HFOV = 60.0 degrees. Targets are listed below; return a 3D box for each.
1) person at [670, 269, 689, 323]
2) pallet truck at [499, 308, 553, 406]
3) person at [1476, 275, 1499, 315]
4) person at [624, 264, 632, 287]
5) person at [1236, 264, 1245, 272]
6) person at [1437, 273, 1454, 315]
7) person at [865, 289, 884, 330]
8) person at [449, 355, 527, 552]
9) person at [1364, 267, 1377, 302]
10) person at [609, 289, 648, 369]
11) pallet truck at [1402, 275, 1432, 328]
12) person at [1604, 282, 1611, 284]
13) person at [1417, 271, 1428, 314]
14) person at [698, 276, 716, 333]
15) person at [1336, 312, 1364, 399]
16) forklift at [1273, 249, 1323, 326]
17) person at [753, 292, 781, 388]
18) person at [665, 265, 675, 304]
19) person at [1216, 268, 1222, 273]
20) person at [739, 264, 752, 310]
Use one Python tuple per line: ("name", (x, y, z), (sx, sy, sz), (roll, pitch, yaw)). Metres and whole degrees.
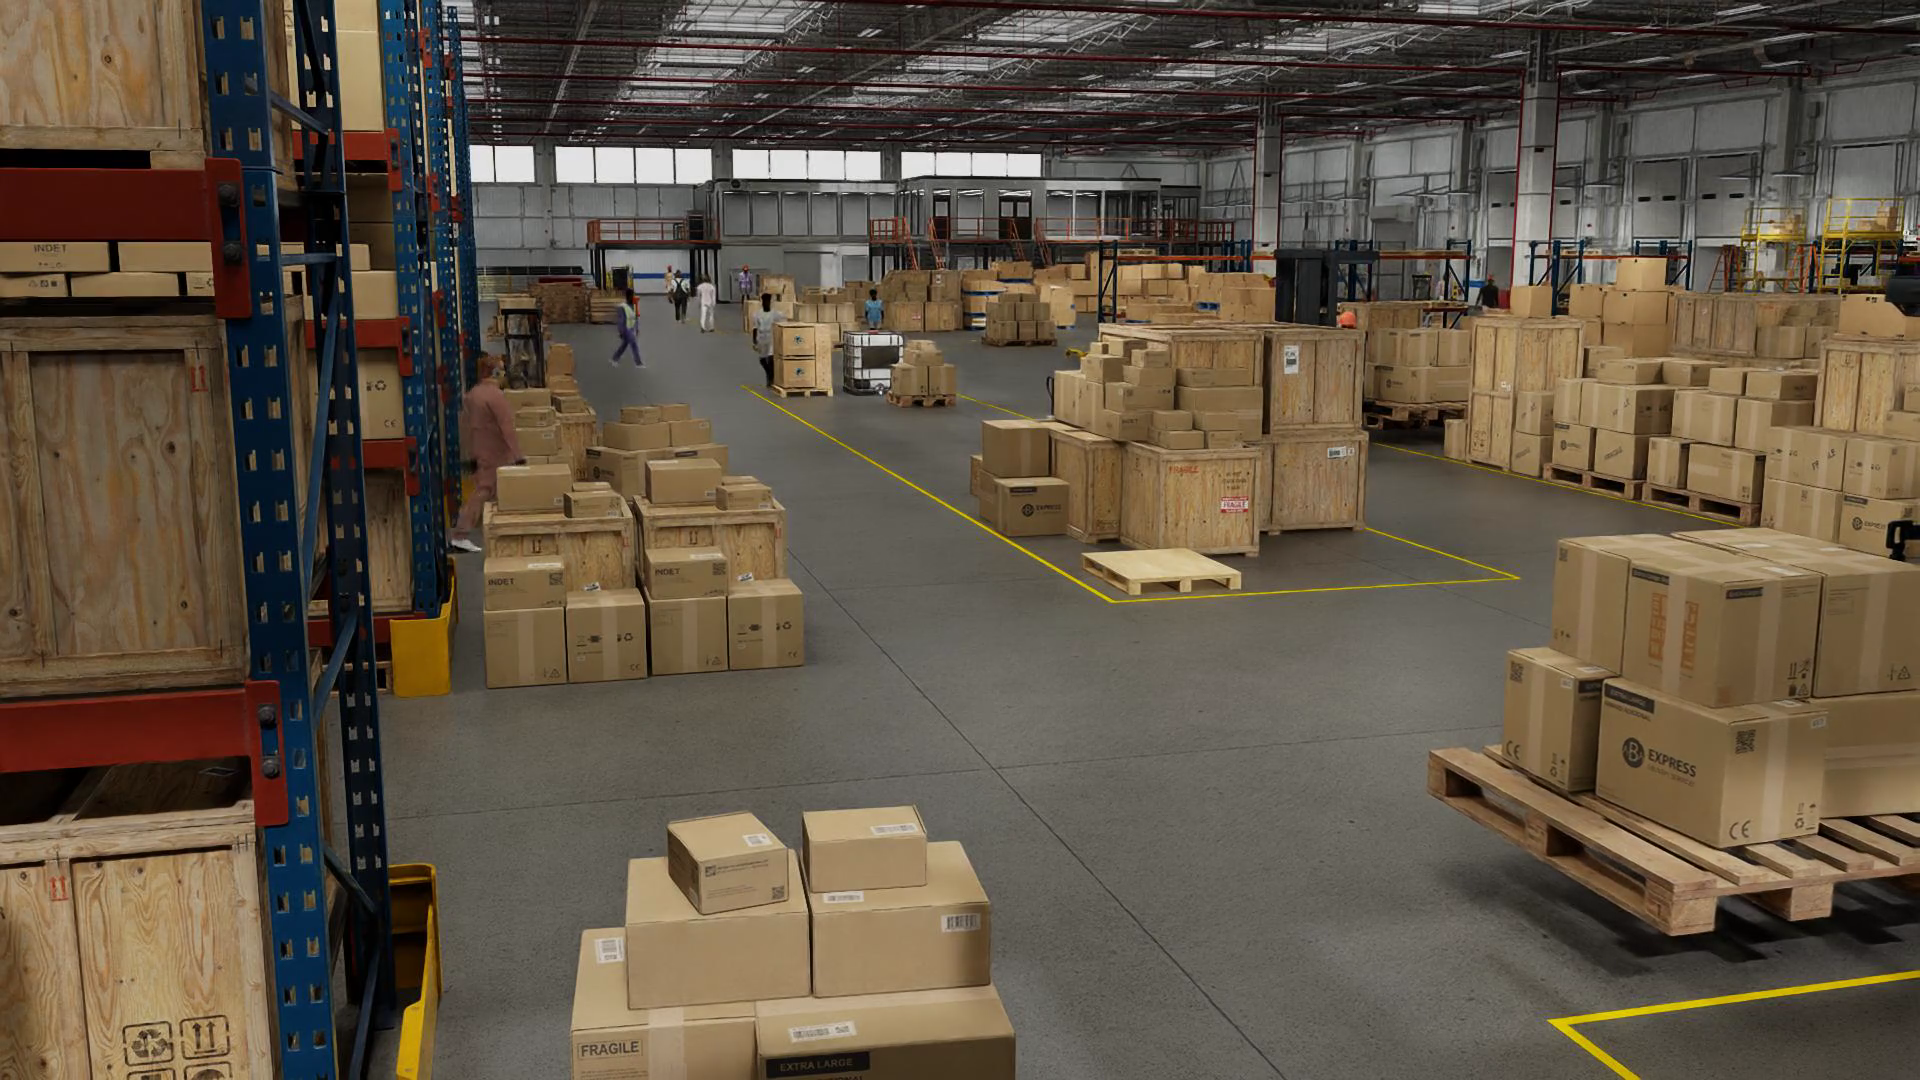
("person", (-10.482, -9.113, 62.150), (0.685, 2.000, 0.668), (-1, 10, -5))
("pallet truck", (-6.242, -2.418, 24.362), (0.823, 1.965, 1.885), (1, 10, 3))
("person", (17.250, -7.673, 54.306), (0.674, 1.945, 0.986), (1, 10, 4))
("person", (-18.265, -14.260, 91.649), (0.597, 1.913, 0.447), (-9, 13, -40))
("person", (16.213, -15.113, 96.521), (0.620, 1.908, 0.978), (-1, 10, -7))
("person", (19.352, -9.742, 66.367), (0.639, 1.819, 0.674), (2, 10, 10))
("person", (-2.383, -6.165, 46.485), (0.540, 1.675, 0.533), (-1, 10, -6))
("person", (-4.433, -0.822, 15.746), (1.006, 1.860, 0.648), (-7, 12, -34))
("person", (18.254, -11.082, 73.536), (0.997, 1.948, 0.650), (-6, 12, -30))
("person", (-7.873, -4.978, 39.228), (0.970, 1.877, 0.604), (3, 10, 17))
("pallet truck", (14.620, -7.324, 52.145), (0.823, 1.965, 1.885), (8, 13, 40))
("person", (19.055, -6.640, 48.767), (0.649, 1.836, 0.380), (4, 11, 23))
("person", (18.346, -9.744, 66.112), (0.598, 1.905, 0.417), (-1, 10, -6))
("person", (-8.449, -7.854, 55.436), (0.631, 1.900, 0.988), (1, 10, 6))
("person", (5.142, -2.059, 22.331), (0.609, 1.997, 0.375), (-3, 10, -15))
("forklift", (4.855, -2.824, 24.162), (1.873, 2.768, 1.129), (-3, 10, -15))
("person", (-3.912, -4.083, 33.961), (0.616, 1.949, 0.678), (1, 10, 8))
("person", (-14.583, -12.873, 83.768), (0.578, 1.925, 0.433), (-6, 12, -32))
("person", (13.615, -13.458, 87.458), (0.623, 1.791, 0.932), (6, 12, 32))
("person", (-9.742, -11.498, 75.641), (0.607, 2.048, 0.365), (-3, 10, -15))
